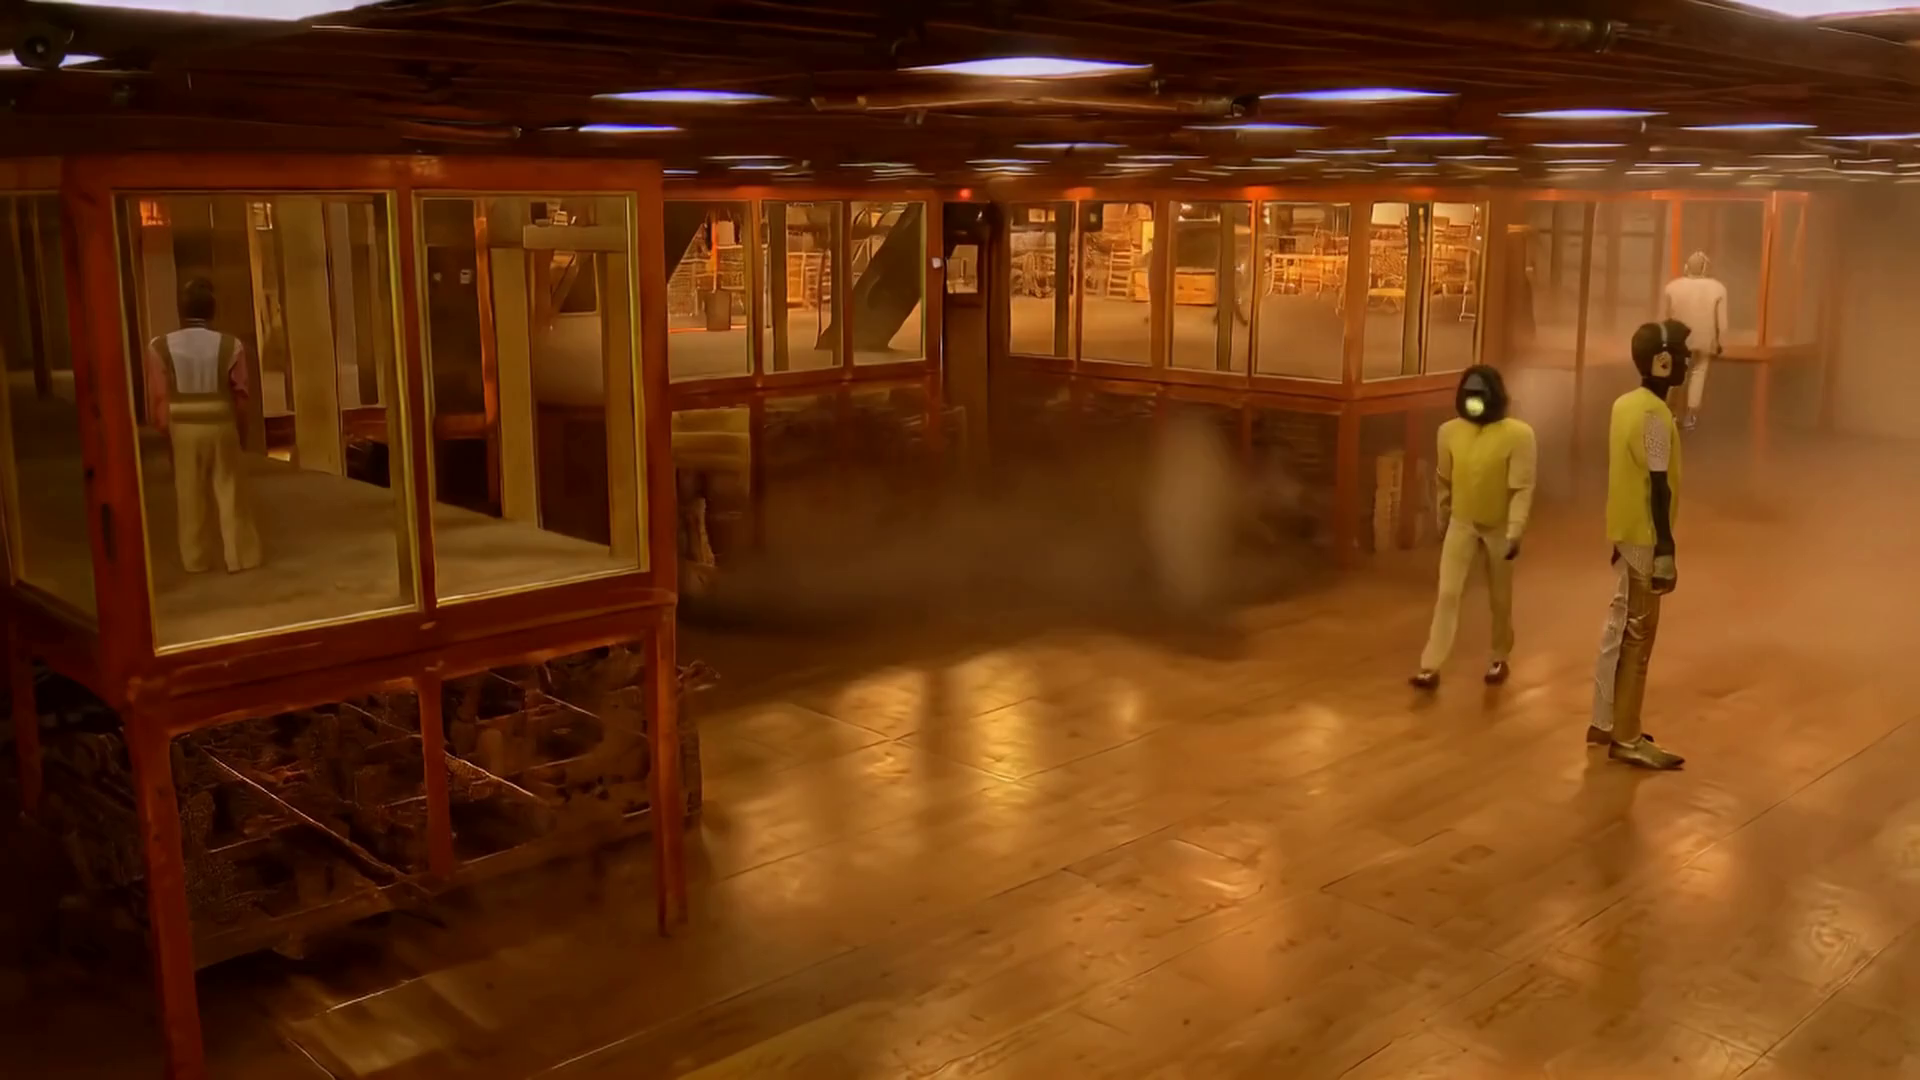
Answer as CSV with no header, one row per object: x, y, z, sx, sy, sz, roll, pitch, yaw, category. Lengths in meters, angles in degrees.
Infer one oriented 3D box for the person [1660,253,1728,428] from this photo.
7.865,-2.146,17.866,0.671,1.856,1.009,5,12,24,person

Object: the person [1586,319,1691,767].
2.884,0.014,6.995,0.328,1.872,0.512,0,11,0,person

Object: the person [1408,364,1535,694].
2.459,-0.031,7.919,0.512,1.589,0.853,8,14,35,person
